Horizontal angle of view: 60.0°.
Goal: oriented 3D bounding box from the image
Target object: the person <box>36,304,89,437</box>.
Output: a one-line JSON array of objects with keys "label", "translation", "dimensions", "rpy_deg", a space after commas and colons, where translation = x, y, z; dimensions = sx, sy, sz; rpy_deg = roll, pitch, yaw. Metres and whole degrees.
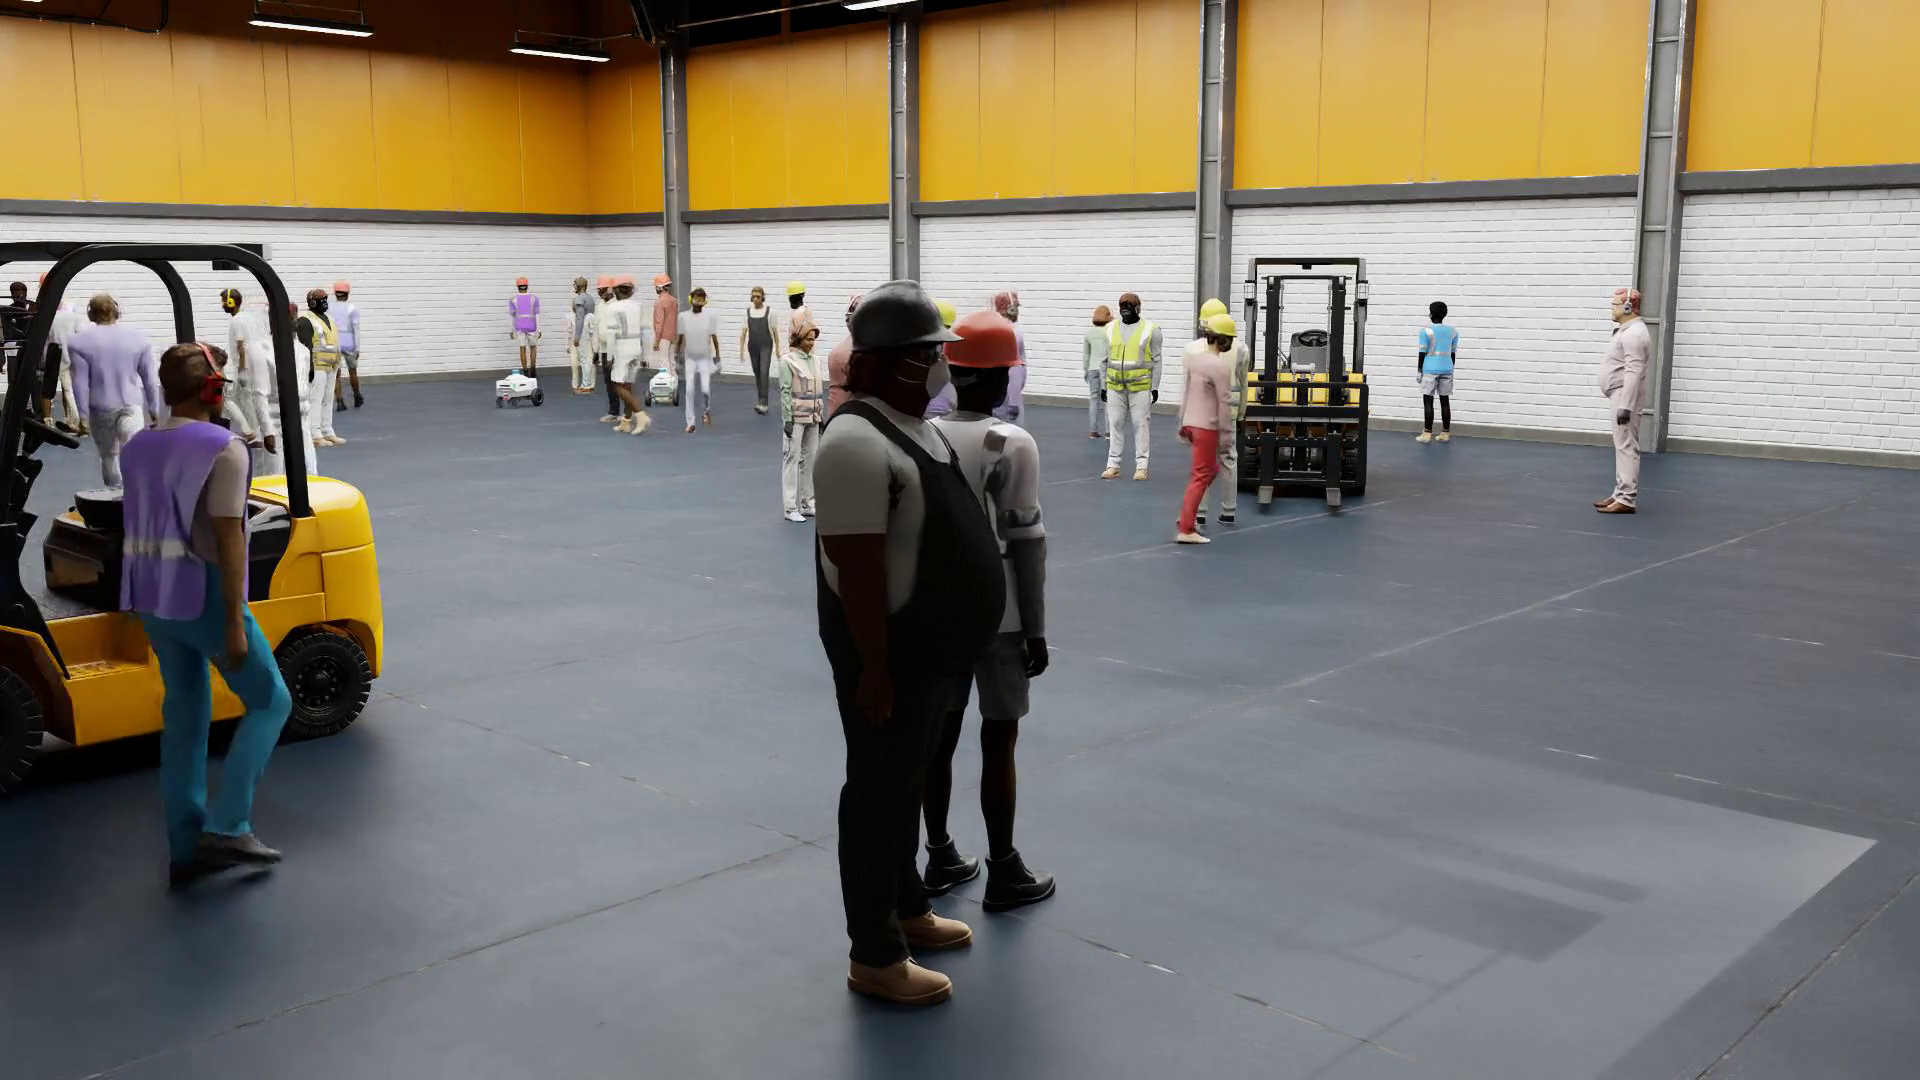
[{"label": "person", "translation": [-11.070, -2.169, 20.519], "dimensions": [0.856, 1.805, 0.527], "rpy_deg": [7, 12, 38]}]

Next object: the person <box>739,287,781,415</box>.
[{"label": "person", "translation": [-2.875, -2.674, 23.599], "dimensions": [0.545, 1.807, 0.913], "rpy_deg": [2, 9, 10]}]

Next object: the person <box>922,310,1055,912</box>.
[{"label": "person", "translation": [0.061, 0.231, 5.409], "dimensions": [0.542, 1.939, 0.362], "rpy_deg": [7, 11, 36]}]

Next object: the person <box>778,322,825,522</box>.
[{"label": "person", "translation": [-1.298, -0.974, 13.716], "dimensions": [0.308, 1.640, 0.511], "rpy_deg": [6, 11, 32]}]

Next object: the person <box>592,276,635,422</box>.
[{"label": "person", "translation": [-4.696, -2.569, 22.499], "dimensions": [0.679, 1.977, 0.411], "rpy_deg": [7, 12, 38]}]

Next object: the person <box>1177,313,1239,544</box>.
[{"label": "person", "translation": [1.841, -0.836, 12.564], "dimensions": [0.507, 1.733, 0.561], "rpy_deg": [-3, 10, -20]}]

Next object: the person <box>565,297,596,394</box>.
[{"label": "person", "translation": [-6.265, -3.213, 27.511], "dimensions": [0.501, 1.619, 0.343], "rpy_deg": [-2, 9, -10]}]

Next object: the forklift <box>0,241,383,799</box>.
[{"label": "forklift", "translation": [-3.706, -0.171, 7.093], "dimensions": [1.214, 2.155, 2.313], "rpy_deg": [9, 13, 43]}]

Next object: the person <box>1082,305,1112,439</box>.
[{"label": "person", "translation": [1.751, -2.042, 20.320], "dimensions": [0.566, 1.622, 0.267], "rpy_deg": [5, 11, 30]}]

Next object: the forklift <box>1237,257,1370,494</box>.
[{"label": "forklift", "translation": [3.309, -1.629, 16.029], "dimensions": [1.214, 2.155, 2.313], "rpy_deg": [2, 9, 11]}]

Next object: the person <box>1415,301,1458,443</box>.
[{"label": "person", "translation": [5.693, -2.002, 19.868], "dimensions": [0.537, 1.691, 0.321], "rpy_deg": [-3, 10, -19]}]

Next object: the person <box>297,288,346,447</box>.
[{"label": "person", "translation": [-7.471, -2.014, 19.468], "dimensions": [0.429, 1.843, 0.633], "rpy_deg": [1, 9, 7]}]

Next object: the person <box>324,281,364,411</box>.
[{"label": "person", "translation": [-9.092, -2.866, 24.523], "dimensions": [0.569, 1.886, 0.970], "rpy_deg": [-1, 9, -8]}]

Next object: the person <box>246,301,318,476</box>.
[{"label": "person", "translation": [-4.992, -0.823, 12.151], "dimensions": [0.804, 1.857, 0.574], "rpy_deg": [5, 10, 26]}]

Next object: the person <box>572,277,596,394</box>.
[{"label": "person", "translation": [-6.254, -3.390, 27.608], "dimensions": [0.371, 1.940, 0.630], "rpy_deg": [1, 9, 7]}]

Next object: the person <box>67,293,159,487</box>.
[{"label": "person", "translation": [-6.927, -1.081, 13.666], "dimensions": [0.653, 1.881, 1.071], "rpy_deg": [-6, 11, -33]}]

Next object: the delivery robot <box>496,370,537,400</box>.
[{"label": "delivery robot", "translation": [-6.632, -2.300, 24.872], "dimensions": [0.477, 0.478, 0.707], "rpy_deg": [2, 9, 14]}]

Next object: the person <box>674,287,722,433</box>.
[{"label": "person", "translation": [-3.318, -2.270, 21.031], "dimensions": [0.625, 1.846, 0.494], "rpy_deg": [0, 9, -2]}]

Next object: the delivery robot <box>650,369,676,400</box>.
[{"label": "delivery robot", "translation": [-4.504, -2.356, 25.217], "dimensions": [0.477, 0.478, 0.707], "rpy_deg": [-1, 9, -5]}]

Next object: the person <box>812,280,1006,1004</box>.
[{"label": "person", "translation": [-0.134, 0.277, 4.813], "dimensions": [0.537, 2.000, 0.682], "rpy_deg": [2, 9, 10]}]

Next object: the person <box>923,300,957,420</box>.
[{"label": "person", "translation": [-0.177, -0.624, 10.857], "dimensions": [0.587, 1.881, 0.999], "rpy_deg": [1, 9, 6]}]

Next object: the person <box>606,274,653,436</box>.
[{"label": "person", "translation": [-4.145, -2.308, 20.746], "dimensions": [0.664, 2.018, 0.645], "rpy_deg": [5, 10, 28]}]

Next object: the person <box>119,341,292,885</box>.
[{"label": "person", "translation": [-2.570, 0.253, 5.617], "dimensions": [0.581, 1.819, 0.466], "rpy_deg": [5, 10, 26]}]

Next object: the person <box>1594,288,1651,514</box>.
[{"label": "person", "translation": [5.621, -1.175, 14.129], "dimensions": [0.401, 1.910, 0.642], "rpy_deg": [3, 10, 20]}]

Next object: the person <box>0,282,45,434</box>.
[{"label": "person", "translation": [-11.665, -2.254, 20.724], "dimensions": [0.589, 1.914, 0.392], "rpy_deg": [-5, 11, -28]}]

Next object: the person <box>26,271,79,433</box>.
[{"label": "person", "translation": [-11.310, -2.334, 20.814], "dimensions": [0.359, 2.044, 0.614], "rpy_deg": [8, 12, 39]}]

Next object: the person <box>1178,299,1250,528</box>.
[{"label": "person", "translation": [2.017, -1.008, 13.327], "dimensions": [0.588, 1.834, 0.403], "rpy_deg": [-3, 10, -17]}]

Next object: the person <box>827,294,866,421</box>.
[{"label": "person", "translation": [-0.638, -0.665, 10.999], "dimensions": [0.652, 1.906, 0.402], "rpy_deg": [-8, 12, -41]}]

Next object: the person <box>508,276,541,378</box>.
[{"label": "person", "translation": [-8.195, -3.987, 31.309], "dimensions": [0.578, 1.920, 0.653], "rpy_deg": [-2, 10, -14]}]

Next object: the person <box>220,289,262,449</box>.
[{"label": "person", "translation": [-8.233, -1.935, 18.970], "dimensions": [0.486, 1.842, 0.547], "rpy_deg": [-2, 9, -12]}]

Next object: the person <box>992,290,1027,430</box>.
[{"label": "person", "translation": [0.328, -1.269, 14.779], "dimensions": [0.610, 1.890, 0.652], "rpy_deg": [-5, 10, -27]}]

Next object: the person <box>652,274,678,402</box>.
[{"label": "person", "translation": [-4.614, -3.154, 25.992], "dimensions": [0.375, 1.995, 0.611], "rpy_deg": [3, 10, 15]}]

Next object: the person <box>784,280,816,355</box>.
[{"label": "person", "translation": [-2.015, -2.293, 20.925], "dimensions": [0.383, 1.923, 0.590], "rpy_deg": [1, 9, 5]}]

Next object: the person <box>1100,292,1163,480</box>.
[{"label": "person", "translation": [1.664, -1.506, 16.353], "dimensions": [0.627, 1.843, 0.429], "rpy_deg": [4, 10, 25]}]
